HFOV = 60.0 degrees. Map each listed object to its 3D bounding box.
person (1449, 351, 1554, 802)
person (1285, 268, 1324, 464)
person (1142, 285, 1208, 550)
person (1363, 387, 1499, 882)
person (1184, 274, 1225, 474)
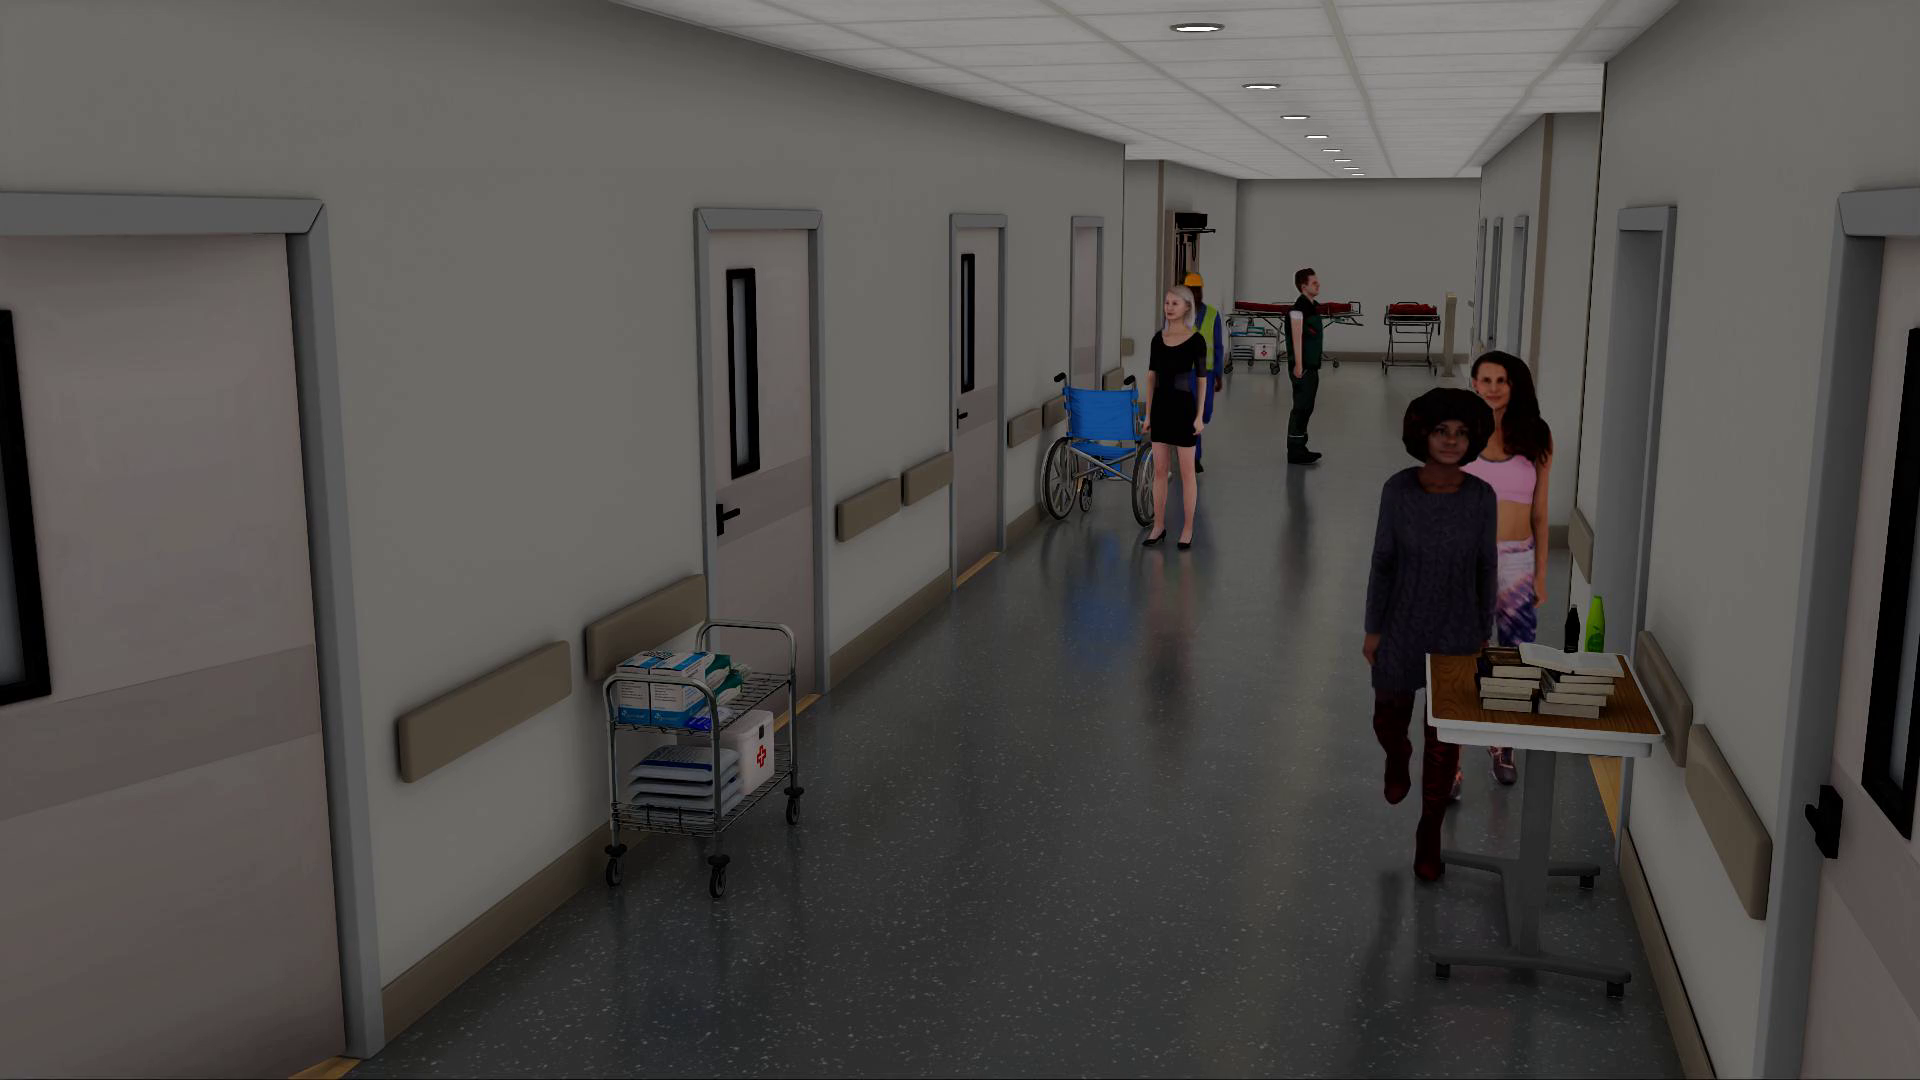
[{"bbox_3d":[2.112,0.129,6.600,0.596,1.768,0.798,3,11,13],"label":"person"},{"bbox_3d":[3.285,-1.662,15.827,0.726,1.842,0.542,4,11,20],"label":"person"},{"bbox_3d":[1.508,-0.862,11.653,0.644,1.830,0.589,6,12,30],"label":"person"},{"bbox_3d":[1.626,0.317,5.808,0.587,1.694,0.801,3,11,13],"label":"person"},{"bbox_3d":[2.139,-1.527,15.264,0.943,1.791,1.126,-2,11,-12],"label":"person"}]
